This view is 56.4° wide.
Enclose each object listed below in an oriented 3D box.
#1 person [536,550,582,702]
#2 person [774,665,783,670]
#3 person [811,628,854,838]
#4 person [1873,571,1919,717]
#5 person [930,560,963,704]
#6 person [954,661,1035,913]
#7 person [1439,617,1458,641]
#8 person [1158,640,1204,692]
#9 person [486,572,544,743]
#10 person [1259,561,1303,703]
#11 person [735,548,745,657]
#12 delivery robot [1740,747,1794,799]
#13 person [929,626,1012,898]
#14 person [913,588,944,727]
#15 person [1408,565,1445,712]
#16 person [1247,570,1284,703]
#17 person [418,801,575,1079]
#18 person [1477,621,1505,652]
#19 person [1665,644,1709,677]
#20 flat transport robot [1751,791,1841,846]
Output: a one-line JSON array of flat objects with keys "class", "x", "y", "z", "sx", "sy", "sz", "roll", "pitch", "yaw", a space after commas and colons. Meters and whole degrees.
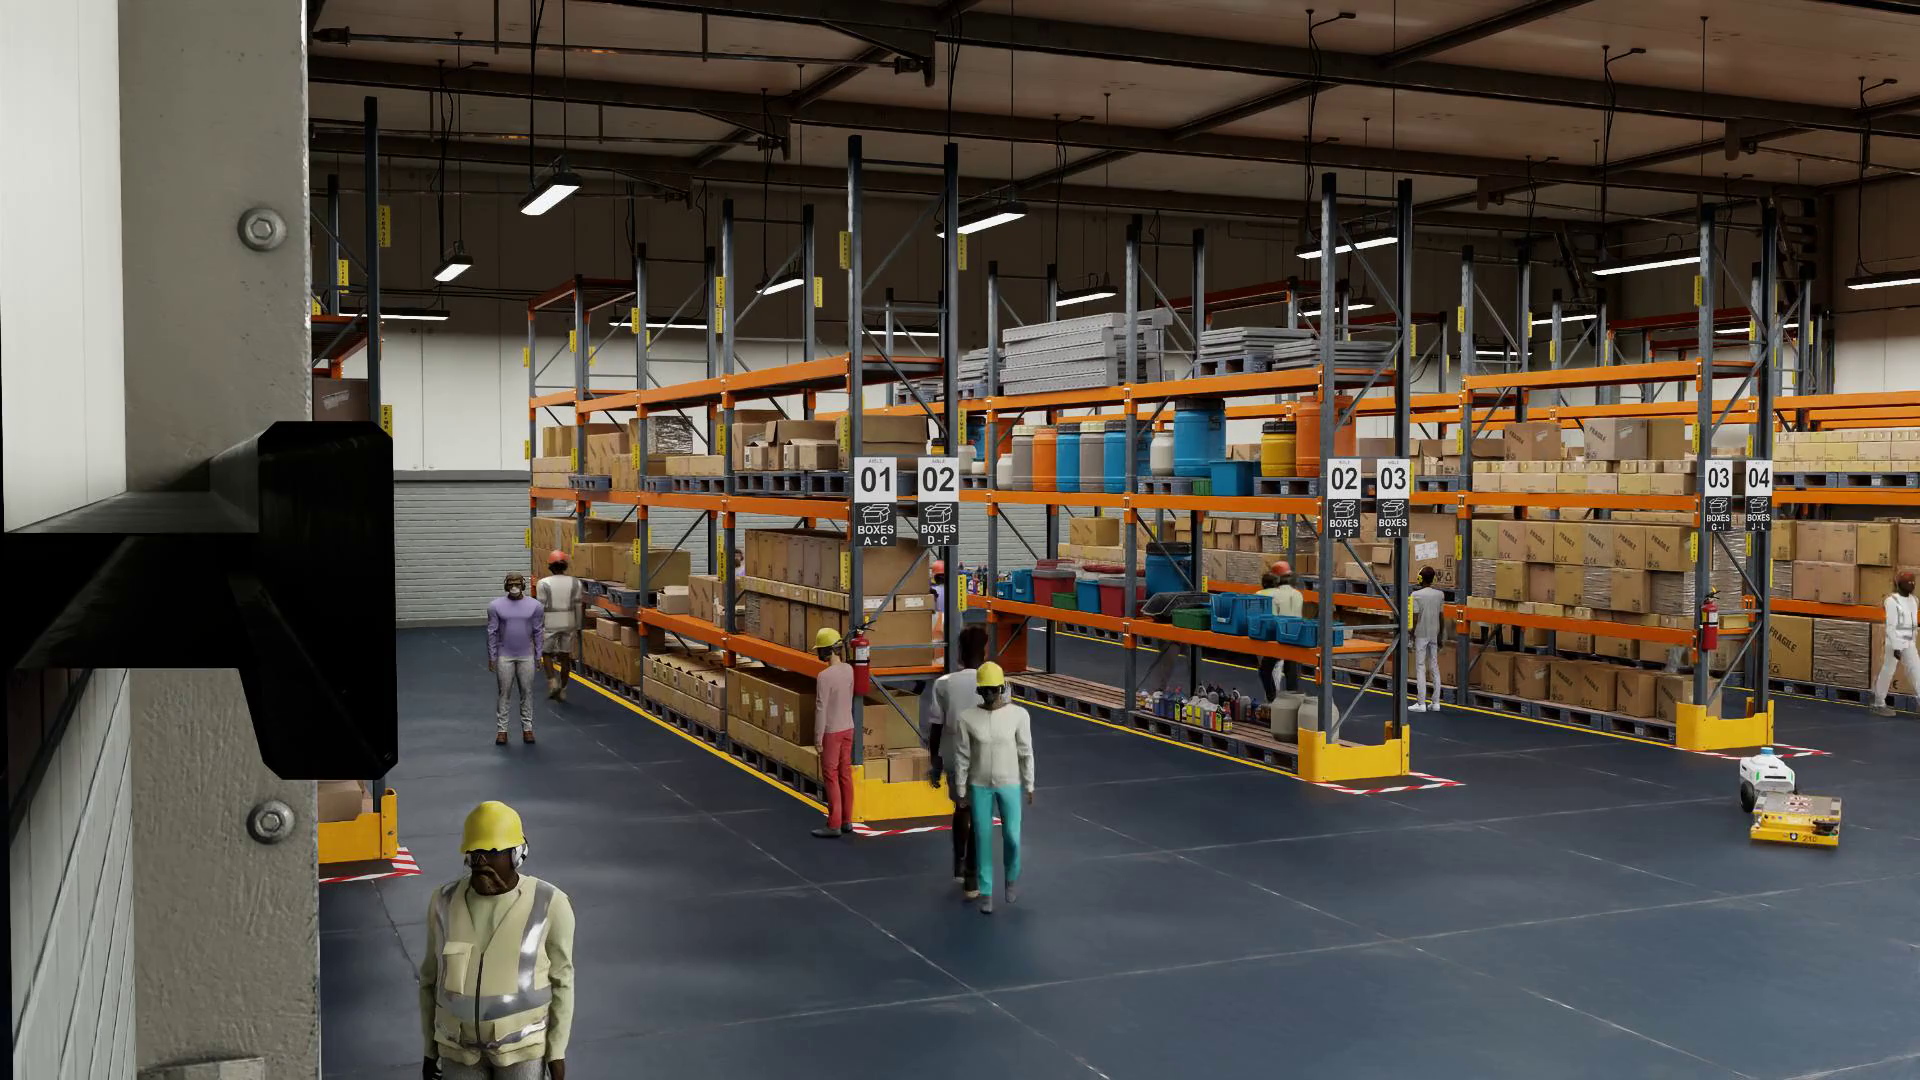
[{"class": "person", "x": -5.328, "y": 1.143, "z": 23.809, "sx": 0.636, "sy": 2.034, "sz": 0.425, "roll": -1, "pitch": 2, "yaw": -25}, {"class": "person", "x": -2.318, "y": 1.355, "z": 23.869, "sx": 0.529, "sy": 1.589, "sz": 0.825, "roll": -1, "pitch": 2, "yaw": -26}, {"class": "person", "x": -1.079, "y": 1.615, "z": 15.105, "sx": 0.334, "sy": 1.754, "sz": 0.525, "roll": 1, "pitch": 2, "yaw": 28}, {"class": "person", "x": 11.723, "y": 1.305, "z": 22.163, "sx": 0.593, "sy": 1.824, "sz": 1.000, "roll": -1, "pitch": 2, "yaw": -24}, {"class": "person", "x": -0.204, "y": 1.218, "z": 23.340, "sx": 0.562, "sy": 1.918, "sz": 0.554, "roll": -1, "pitch": 2, "yaw": -20}, {"class": "person", "x": 0.241, "y": 1.710, "z": 12.450, "sx": 0.567, "sy": 1.754, "sz": 0.404, "roll": 0, "pitch": 2, "yaw": 4}, {"class": "person", "x": 8.239, "y": 1.010, "z": 30.246, "sx": 0.611, "sy": 1.805, "sz": 0.456, "roll": 0, "pitch": 2, "yaw": -3}, {"class": "person", "x": 2.925, "y": 1.220, "z": 23.632, "sx": 0.605, "sy": 1.906, "sz": 0.985, "roll": -1, "pitch": 2, "yaw": -26}, {"class": "person", "x": -5.039, "y": 1.325, "z": 20.302, "sx": 0.636, "sy": 1.939, "sz": 0.365, "roll": -1, "pitch": 2, "yaw": -17}, {"class": "person", "x": 3.893, "y": 1.246, "z": 21.864, "sx": 0.619, "sy": 1.973, "sz": 0.569, "roll": -1, "pitch": 3, "yaw": -34}, {"class": "person", "x": -3.699, "y": 1.027, "z": 29.690, "sx": 0.579, "sy": 1.815, "sz": 0.859, "roll": -1, "pitch": 2, "yaw": -16}, {"class": "delivery robot", "x": 7.349, "y": 2.134, "z": 16.322, "sx": 0.477, "sy": 0.478, "sz": 0.707, "roll": 0, "pitch": 2, "yaw": 12}, {"class": "person", "x": 0.116, "y": 1.601, "z": 13.126, "sx": 0.610, "sy": 1.939, "sz": 0.697, "roll": 1, "pitch": 2, "yaw": 22}, {"class": "person", "x": -0.394, "y": 1.403, "z": 21.696, "sx": 0.540, "sy": 1.681, "sz": 0.666, "roll": -1, "pitch": 2, "yaw": -17}, {"class": "person", "x": 5.953, "y": 1.259, "z": 22.913, "sx": 0.532, "sy": 1.870, "sz": 0.315, "roll": -1, "pitch": 2, "yaw": -21}, {"class": "person", "x": 3.913, "y": 1.287, "z": 22.765, "sx": 0.661, "sy": 1.819, "sz": 0.667, "roll": 0, "pitch": 2, "yaw": -11}, {"class": "person", "x": -1.761, "y": 1.896, "z": 6.766, "sx": 0.586, "sy": 1.833, "sz": 0.403, "roll": 0, "pitch": 2, "yaw": 3}, {"class": "person", "x": 8.533, "y": 1.119, "z": 28.771, "sx": 0.541, "sy": 1.695, "sz": 0.315, "roll": 0, "pitch": 2, "yaw": 6}, {"class": "person", "x": 9.856, "y": 1.289, "z": 24.371, "sx": 0.504, "sy": 1.695, "sz": 0.908, "roll": -1, "pitch": 2, "yaw": -24}, {"class": "flat transport robot", "x": 7.147, "y": 2.360, "z": 15.288, "sx": 0.652, "sy": 0.197, "sz": 1.431, "roll": 1, "pitch": 2, "yaw": 27}]
